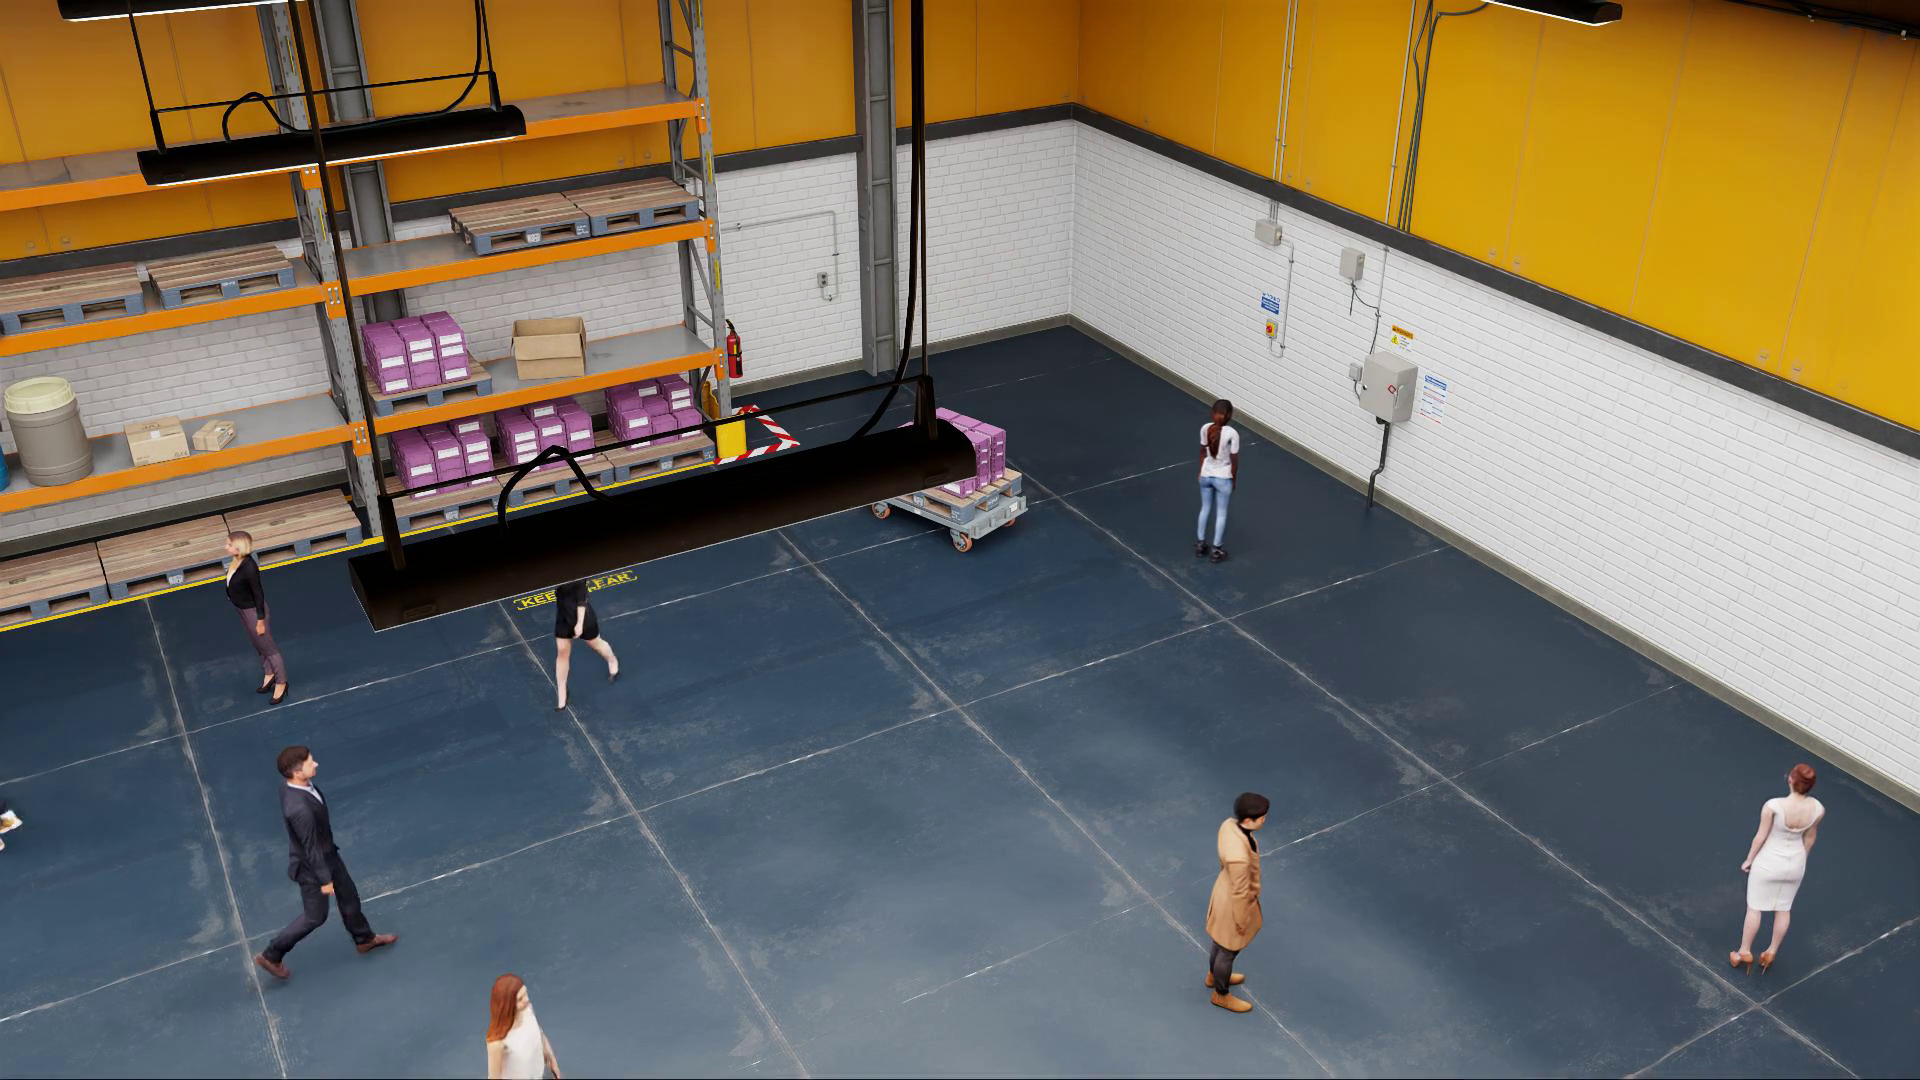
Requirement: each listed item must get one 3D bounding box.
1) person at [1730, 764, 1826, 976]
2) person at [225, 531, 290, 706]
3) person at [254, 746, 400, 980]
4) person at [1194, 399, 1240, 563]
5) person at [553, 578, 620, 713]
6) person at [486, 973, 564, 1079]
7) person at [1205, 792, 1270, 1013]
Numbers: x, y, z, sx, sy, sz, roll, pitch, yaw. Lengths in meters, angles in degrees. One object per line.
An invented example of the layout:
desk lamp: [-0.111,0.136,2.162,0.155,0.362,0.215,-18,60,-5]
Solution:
person: [5.641,2.264,11.472,0.597,1.791,0.699,2,29,4]
person: [-6.149,0.661,14.534,0.584,1.671,0.636,-23,36,-35]
person: [-4.521,2.248,11.457,1.188,1.834,0.696,-13,31,-23]
person: [2.593,-0.613,16.823,0.657,1.716,0.668,20,34,32]
person: [-3.296,0.651,14.567,0.957,1.657,1.133,15,32,25]
person: [-2.689,3.229,9.801,1.013,1.696,0.952,7,29,13]
person: [1.845,2.419,11.254,0.780,1.725,0.756,0,29,-1]
